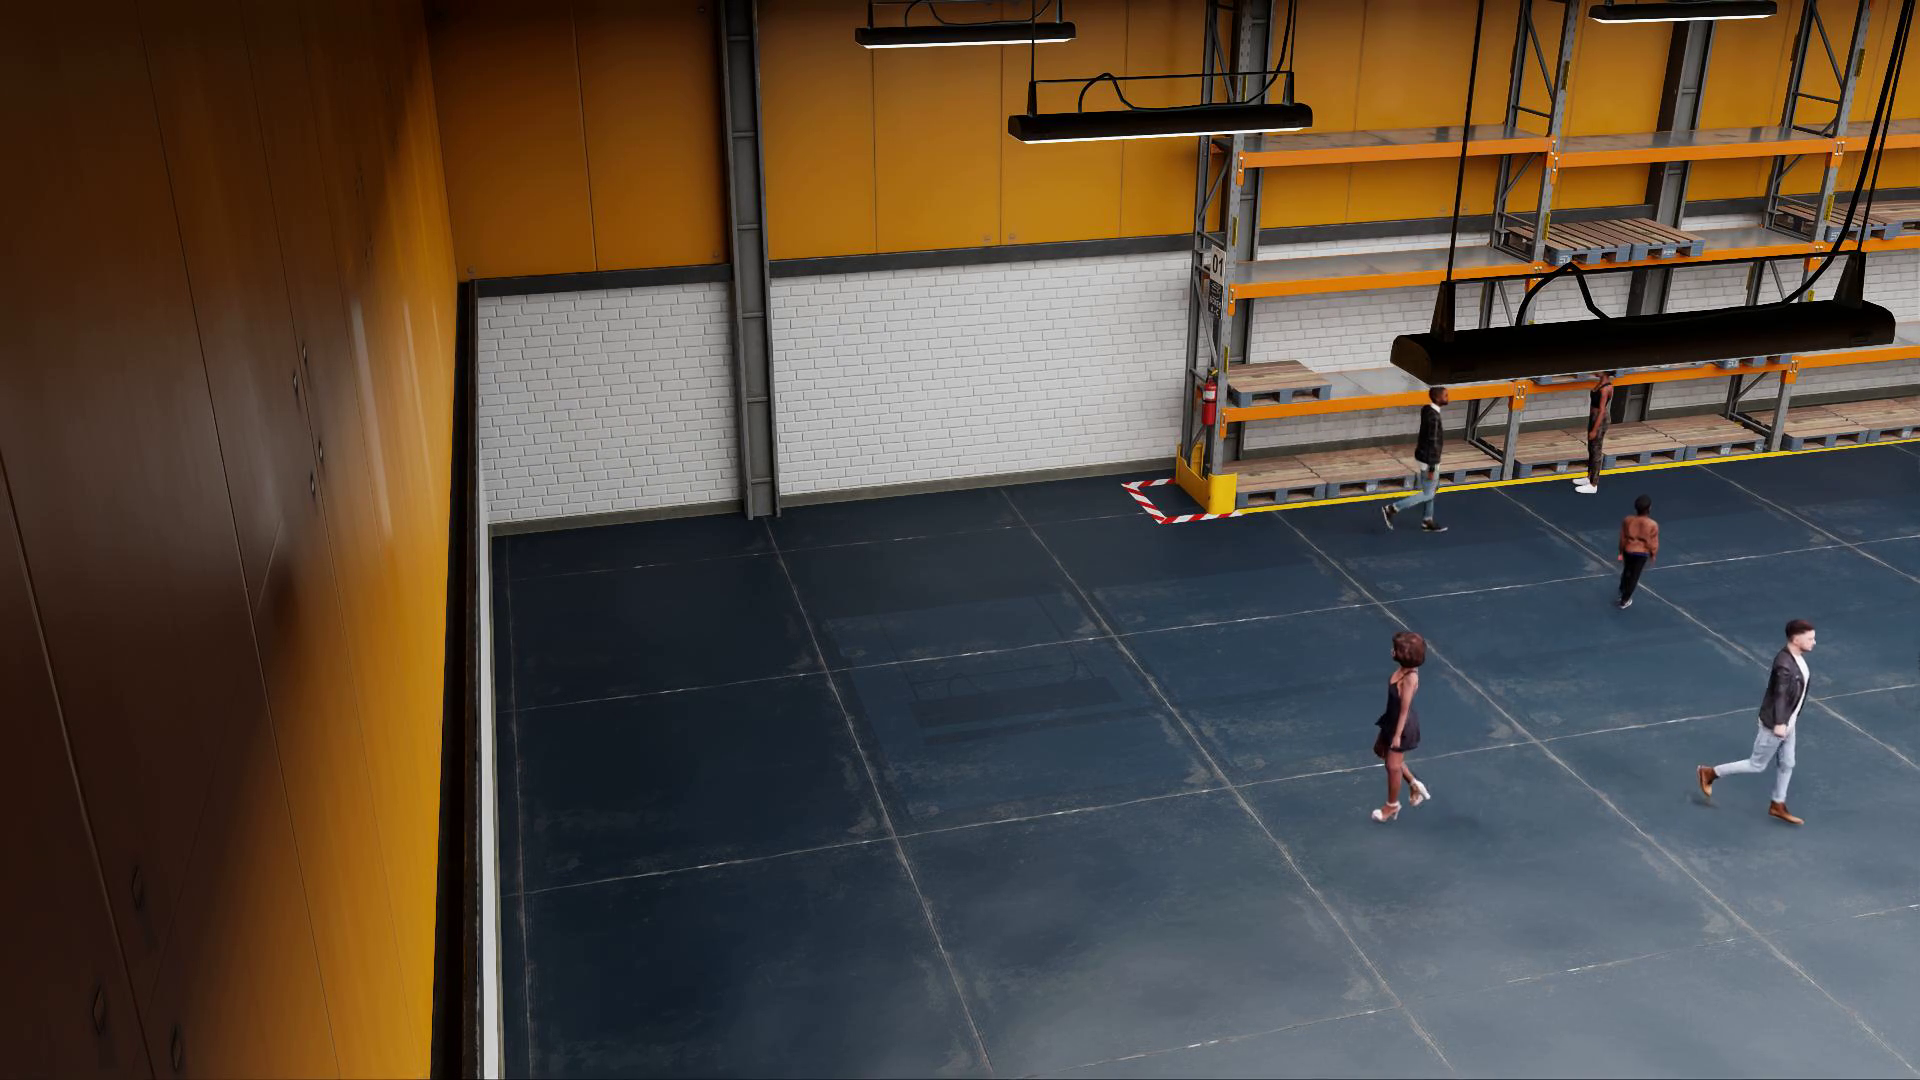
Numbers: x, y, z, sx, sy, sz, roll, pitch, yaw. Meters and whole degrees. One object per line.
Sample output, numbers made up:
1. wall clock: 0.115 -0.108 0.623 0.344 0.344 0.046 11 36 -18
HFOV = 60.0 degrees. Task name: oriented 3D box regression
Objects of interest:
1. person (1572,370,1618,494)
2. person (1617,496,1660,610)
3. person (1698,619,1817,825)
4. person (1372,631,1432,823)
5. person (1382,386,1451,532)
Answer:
1. person: 7.854 -1.418 20.479 0.678 1.700 0.659 6 24 13
2. person: 7.083 0.144 17.477 0.679 1.241 0.747 20 31 38
3. person: 6.652 1.480 13.710 1.102 1.812 1.133 18 29 35
4. person: 3.686 1.544 13.607 0.837 1.778 0.721 4 24 10
5. person: 5.317 -0.916 19.204 1.126 1.800 0.886 1 24 3
